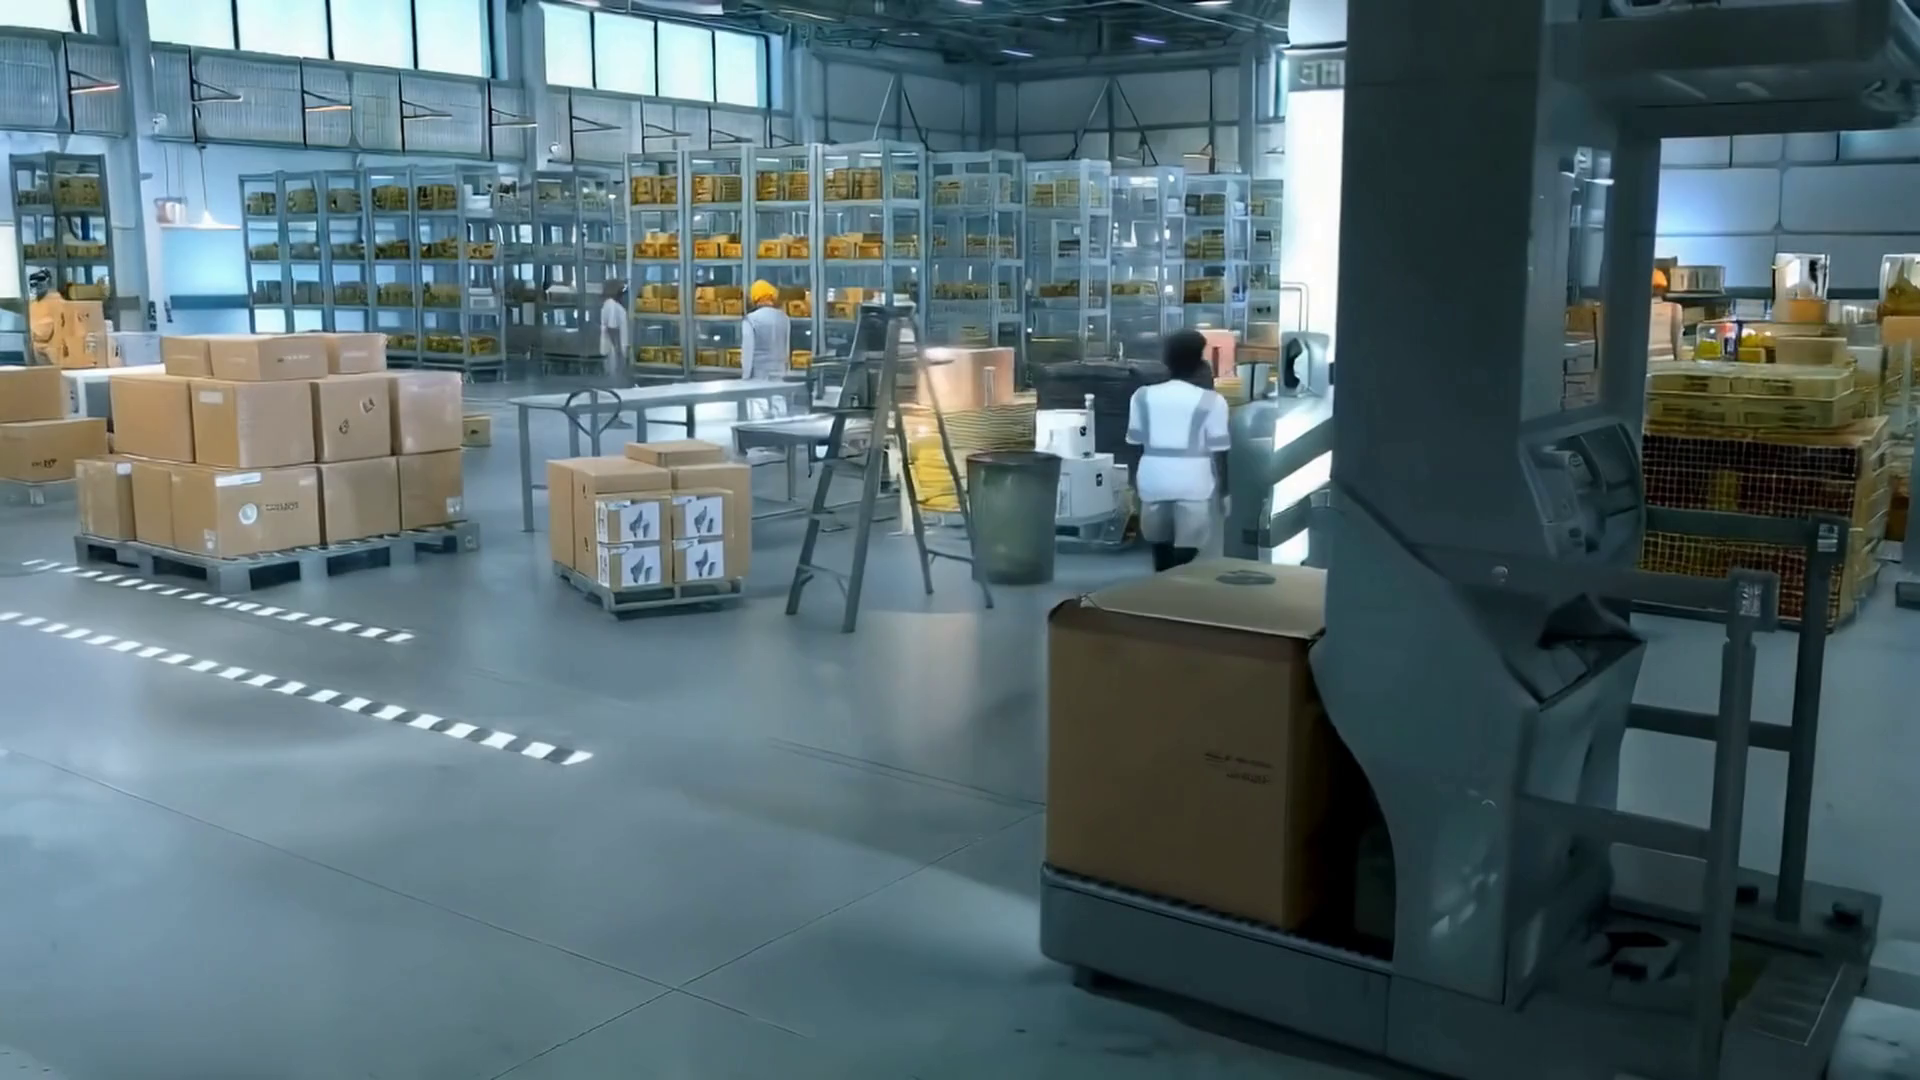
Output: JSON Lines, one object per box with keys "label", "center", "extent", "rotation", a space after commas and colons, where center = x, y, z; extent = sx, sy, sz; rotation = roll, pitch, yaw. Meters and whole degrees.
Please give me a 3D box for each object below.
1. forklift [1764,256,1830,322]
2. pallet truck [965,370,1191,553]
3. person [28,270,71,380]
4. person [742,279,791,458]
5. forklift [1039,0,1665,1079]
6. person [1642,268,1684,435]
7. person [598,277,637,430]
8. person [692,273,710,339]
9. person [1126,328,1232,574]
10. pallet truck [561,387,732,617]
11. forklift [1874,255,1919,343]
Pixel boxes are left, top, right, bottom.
{"label": "forklift", "center": [20.253, -5.854, 40.139], "extent": [1.157, 1.987, 2.680], "rotation": [7, 12, 35]}
{"label": "pallet truck", "center": [0.845, -0.609, 11.869], "extent": [1.630, 1.274, 0.653], "rotation": [7, 12, 35]}
{"label": "person", "center": [-11.609, -2.474, 21.184], "extent": [0.643, 1.905, 0.400], "rotation": [4, 10, 22]}
{"label": "person", "center": [-1.980, -1.708, 16.825], "extent": [0.404, 1.833, 0.600], "rotation": [9, 13, 43]}
{"label": "forklift", "center": [1.249, -0.137, 4.360], "extent": [1.873, 2.768, 1.129], "rotation": [7, 12, 35]}
{"label": "person", "center": [6.843, -1.712, 16.509], "extent": [0.617, 1.946, 0.397], "rotation": [0, 10, -1]}
{"label": "person", "center": [-4.088, -2.216, 19.831], "extent": [0.436, 1.835, 0.589], "rotation": [-2, 10, -12]}
{"label": "person", "center": [-4.912, -4.045, 30.821], "extent": [0.513, 1.804, 0.608], "rotation": [-2, 10, -9]}
{"label": "person", "center": [1.150, -0.250, 8.599], "extent": [0.549, 1.676, 0.521], "rotation": [5, 11, 27]}
{"label": "pallet truck", "center": [-1.981, -0.274, 10.088], "extent": [0.680, 1.201, 1.601], "rotation": [-5, 11, -28]}
{"label": "forklift", "center": [22.089, -5.634, 38.796], "extent": [1.157, 1.987, 2.680], "rotation": [6, 11, 33]}
